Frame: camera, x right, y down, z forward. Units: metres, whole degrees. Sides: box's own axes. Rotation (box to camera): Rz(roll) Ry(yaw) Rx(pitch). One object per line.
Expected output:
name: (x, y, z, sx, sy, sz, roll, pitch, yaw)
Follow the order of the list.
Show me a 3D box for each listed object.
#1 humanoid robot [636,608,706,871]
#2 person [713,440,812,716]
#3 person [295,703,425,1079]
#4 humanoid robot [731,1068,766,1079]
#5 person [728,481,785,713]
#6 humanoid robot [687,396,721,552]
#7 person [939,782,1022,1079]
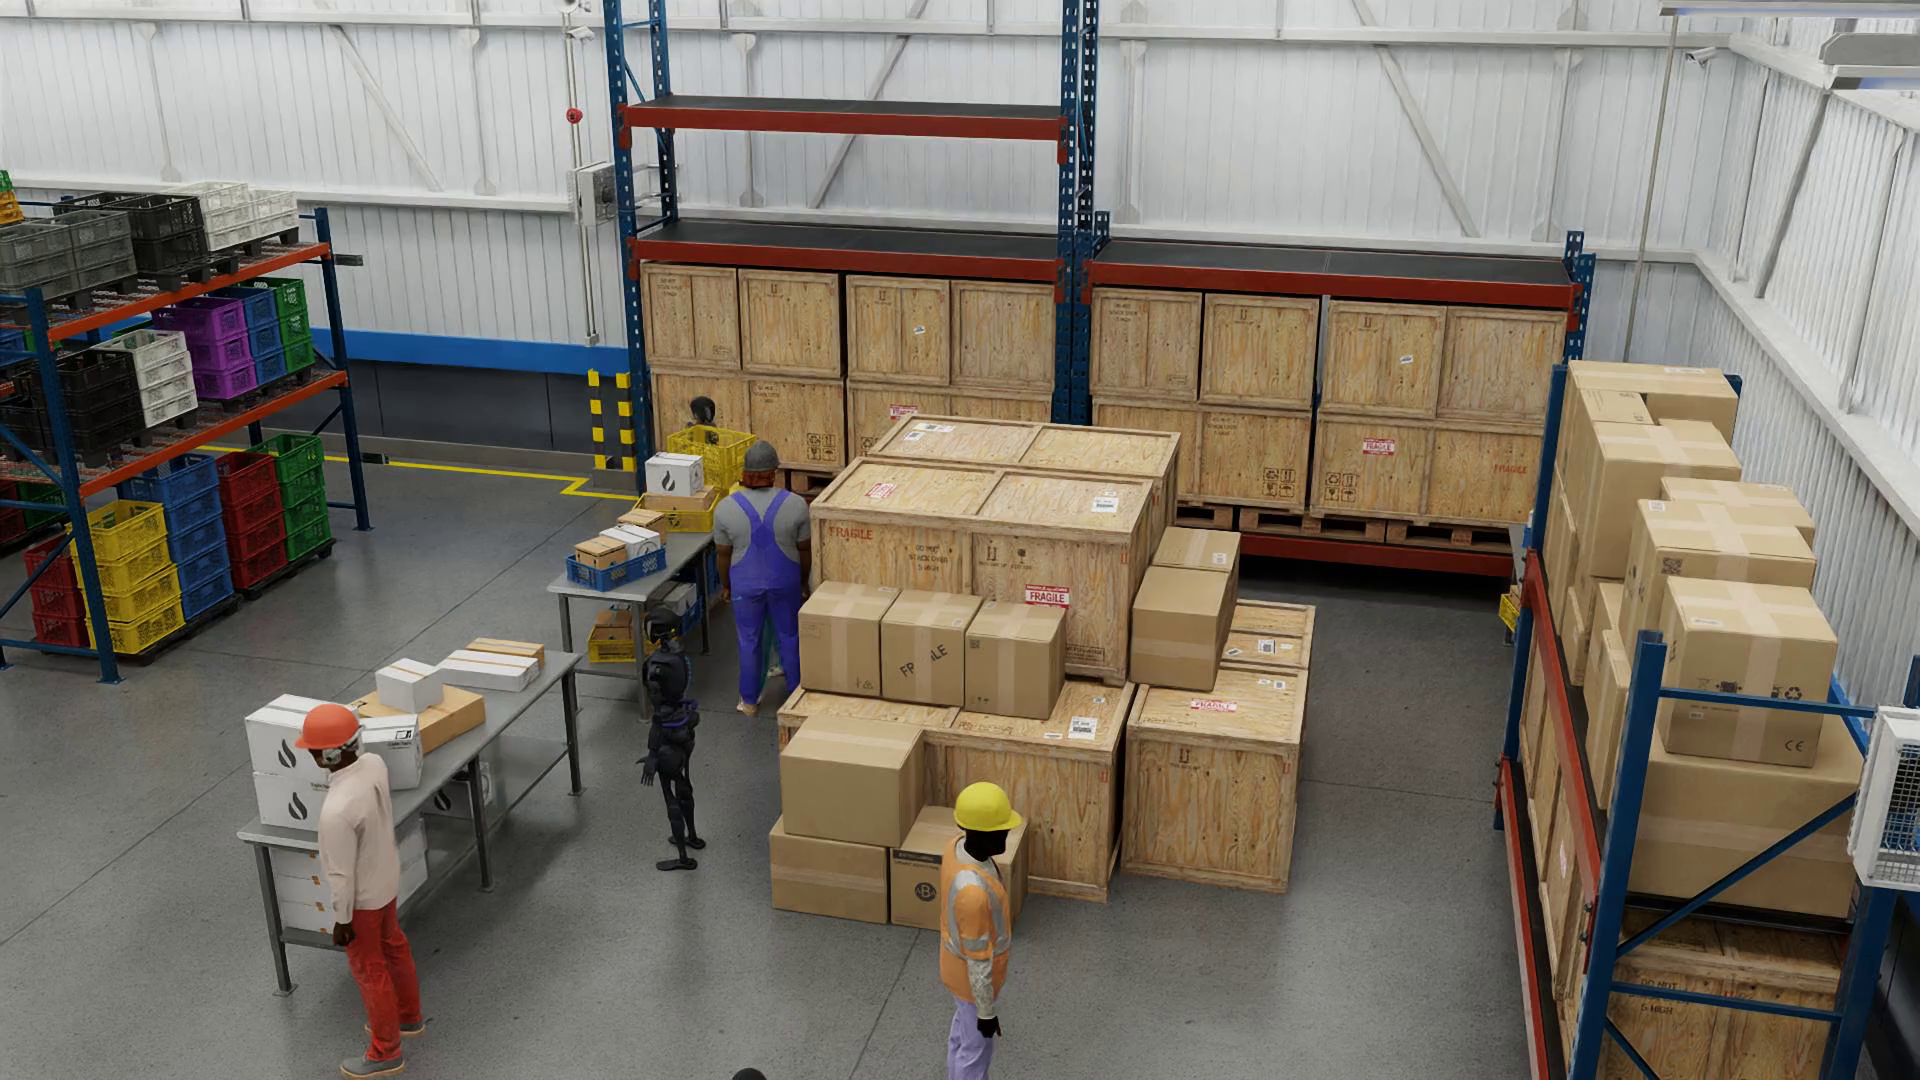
humanoid robot: (-1.740, 1.180, 9.967, 0.311, 1.657, 0.609, 2, 21, 6)
person: (-1.395, 0.265, 11.874, 0.682, 2.000, 0.536, -3, 21, -7)
person: (-2.953, 1.705, 8.185, 0.401, 1.985, 0.616, 0, 21, 1)
humanoid robot: (-0.741, 2.654, 6.109, 0.594, 1.657, 0.325, -3, 21, -9)
person: (-1.472, 0.342, 12.141, 0.540, 1.706, 0.771, 16, 26, 35)
humanoid robot: (-2.251, -0.449, 14.269, 0.619, 1.637, 0.594, 5, 21, 12)
person: (0.090, 1.965, 7.585, 0.363, 1.927, 0.586, -2, 21, -5)
